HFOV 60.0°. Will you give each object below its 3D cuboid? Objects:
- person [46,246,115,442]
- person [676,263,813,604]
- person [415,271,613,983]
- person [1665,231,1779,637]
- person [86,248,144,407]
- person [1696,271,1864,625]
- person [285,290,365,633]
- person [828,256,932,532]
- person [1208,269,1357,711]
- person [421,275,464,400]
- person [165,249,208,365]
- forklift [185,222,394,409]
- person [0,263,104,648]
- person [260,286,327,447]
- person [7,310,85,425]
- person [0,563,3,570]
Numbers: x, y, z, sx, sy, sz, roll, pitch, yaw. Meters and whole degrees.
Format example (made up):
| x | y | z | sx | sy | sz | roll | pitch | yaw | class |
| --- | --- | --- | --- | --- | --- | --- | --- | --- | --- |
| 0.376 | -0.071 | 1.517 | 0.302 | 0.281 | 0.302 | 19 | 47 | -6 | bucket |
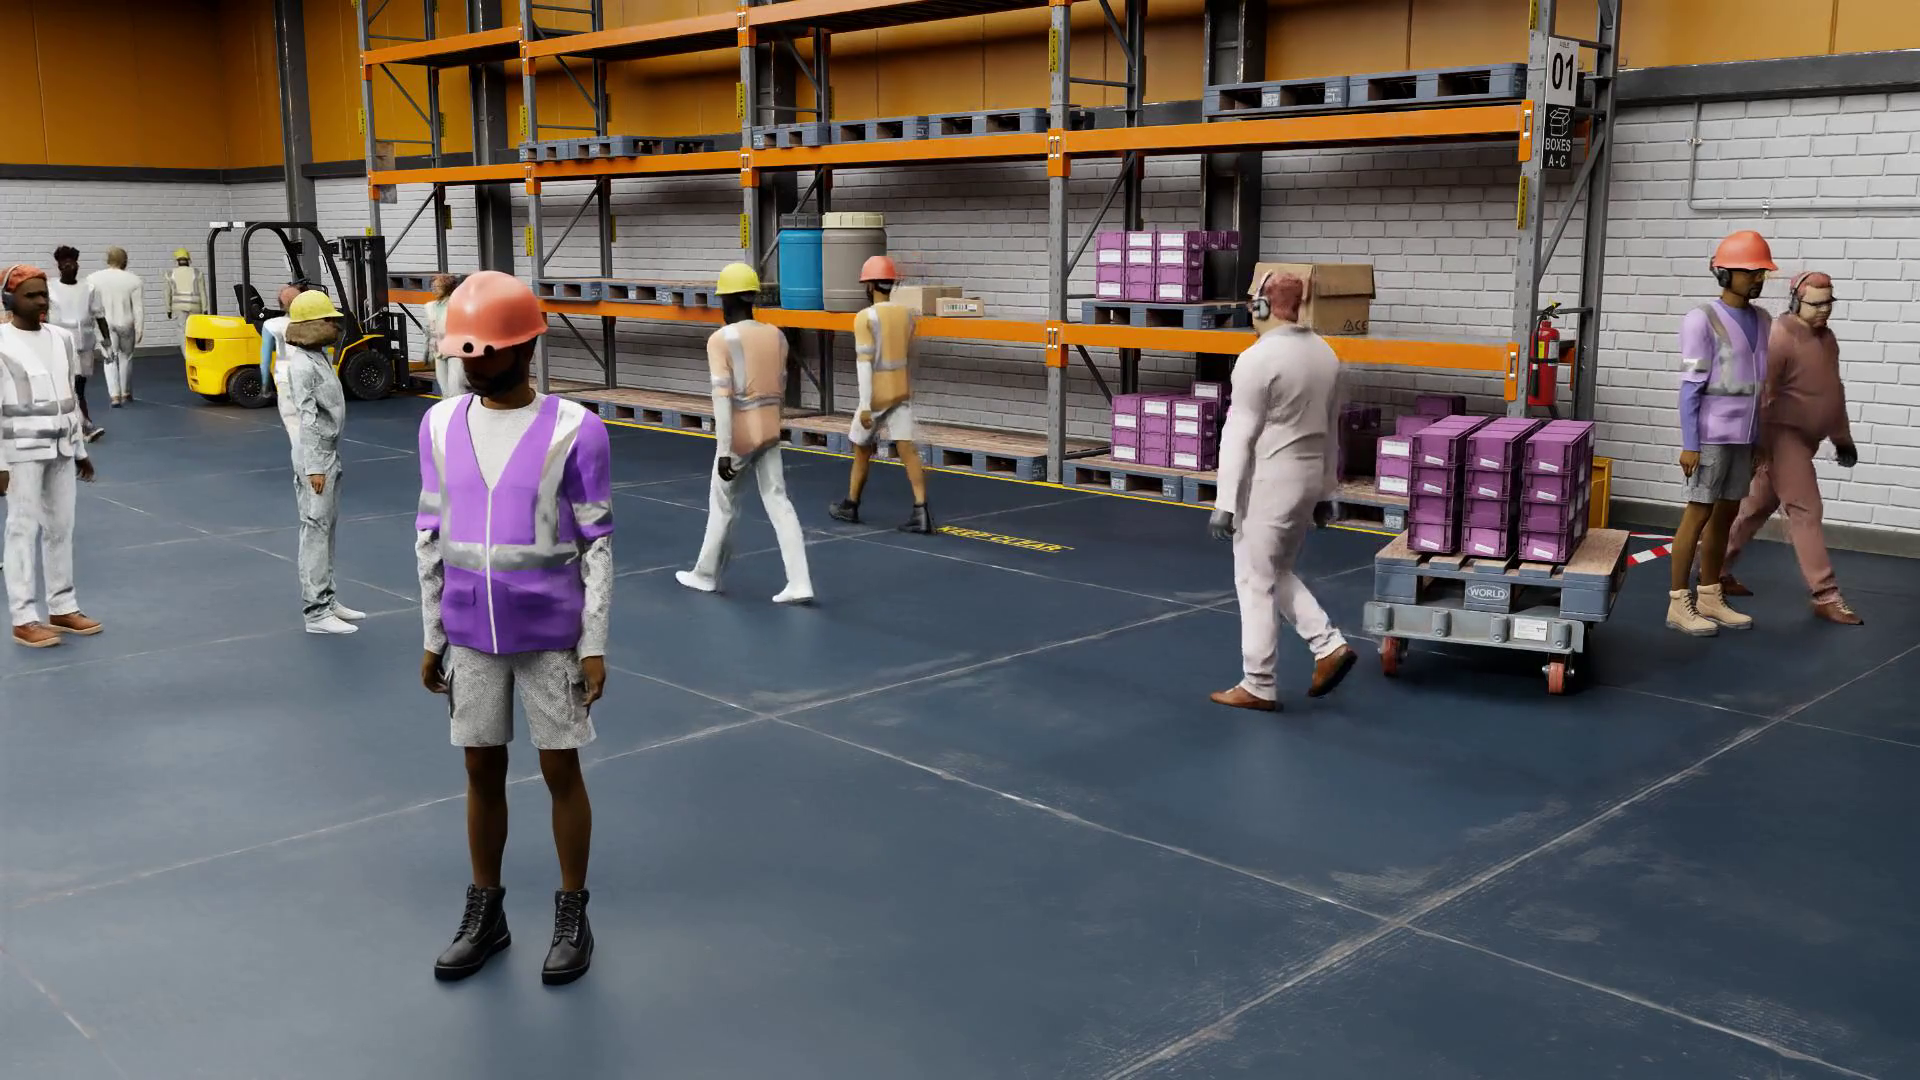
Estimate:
| x | y | z | sx | sy | sz | roll | pitch | yaw | class |
| --- | --- | --- | --- | --- | --- | --- | --- | --- | --- |
| -8.728 | -1.936 | 16.446 | 0.990 | 1.910 | 0.628 | 9 | 13 | 39 | person |
| -1.174 | -0.582 | 9.183 | 1.013 | 1.872 | 0.611 | 9 | 13 | 39 | person |
| -1.207 | 0.250 | 4.486 | 0.542 | 1.929 | 0.374 | 1 | 10 | 7 | person |
| 3.898 | -0.533 | 8.442 | 0.615 | 2.041 | 0.386 | -6 | 12 | -31 | person |
| -10.051 | -2.530 | 19.825 | 0.651 | 1.880 | 1.078 | -5 | 12 | -26 | person |
| 4.466 | -0.520 | 8.976 | 0.728 | 1.854 | 0.984 | -9 | 14 | -41 | person |
| -3.261 | -0.398 | 8.524 | 0.287 | 1.746 | 0.488 | -2 | 11 | -11 | person |
| -0.524 | -1.000 | 11.439 | 0.567 | 1.883 | 1.015 | -9 | 14 | -42 | person |
| 1.359 | -0.192 | 7.032 | 0.498 | 1.888 | 0.663 | 9 | 13 | 39 | person |
| -5.159 | -1.841 | 16.731 | 0.531 | 1.618 | 0.430 | 4 | 11 | 23 | person |
| -12.131 | -3.653 | 26.119 | 0.619 | 1.795 | 0.763 | -3 | 11 | -18 | person |
| -8.169 | -2.758 | 20.163 | 2.313 | 2.155 | 1.214 | -10 | 14 | -44 | forklift |
| -4.580 | -0.421 | 8.265 | 0.339 | 1.882 | 0.583 | 3 | 11 | 17 | person |
| -5.557 | -1.324 | 13.946 | 0.519 | 1.606 | 0.821 | -7 | 12 | -33 | person |
| -6.511 | -0.899 | 11.663 | 0.831 | 1.595 | 0.508 | 5 | 12 | 27 | person |
| -6.251 | -0.617 | 9.796 | 0.923 | 1.719 | 0.544 | 0 | 10 | 1 | person |
